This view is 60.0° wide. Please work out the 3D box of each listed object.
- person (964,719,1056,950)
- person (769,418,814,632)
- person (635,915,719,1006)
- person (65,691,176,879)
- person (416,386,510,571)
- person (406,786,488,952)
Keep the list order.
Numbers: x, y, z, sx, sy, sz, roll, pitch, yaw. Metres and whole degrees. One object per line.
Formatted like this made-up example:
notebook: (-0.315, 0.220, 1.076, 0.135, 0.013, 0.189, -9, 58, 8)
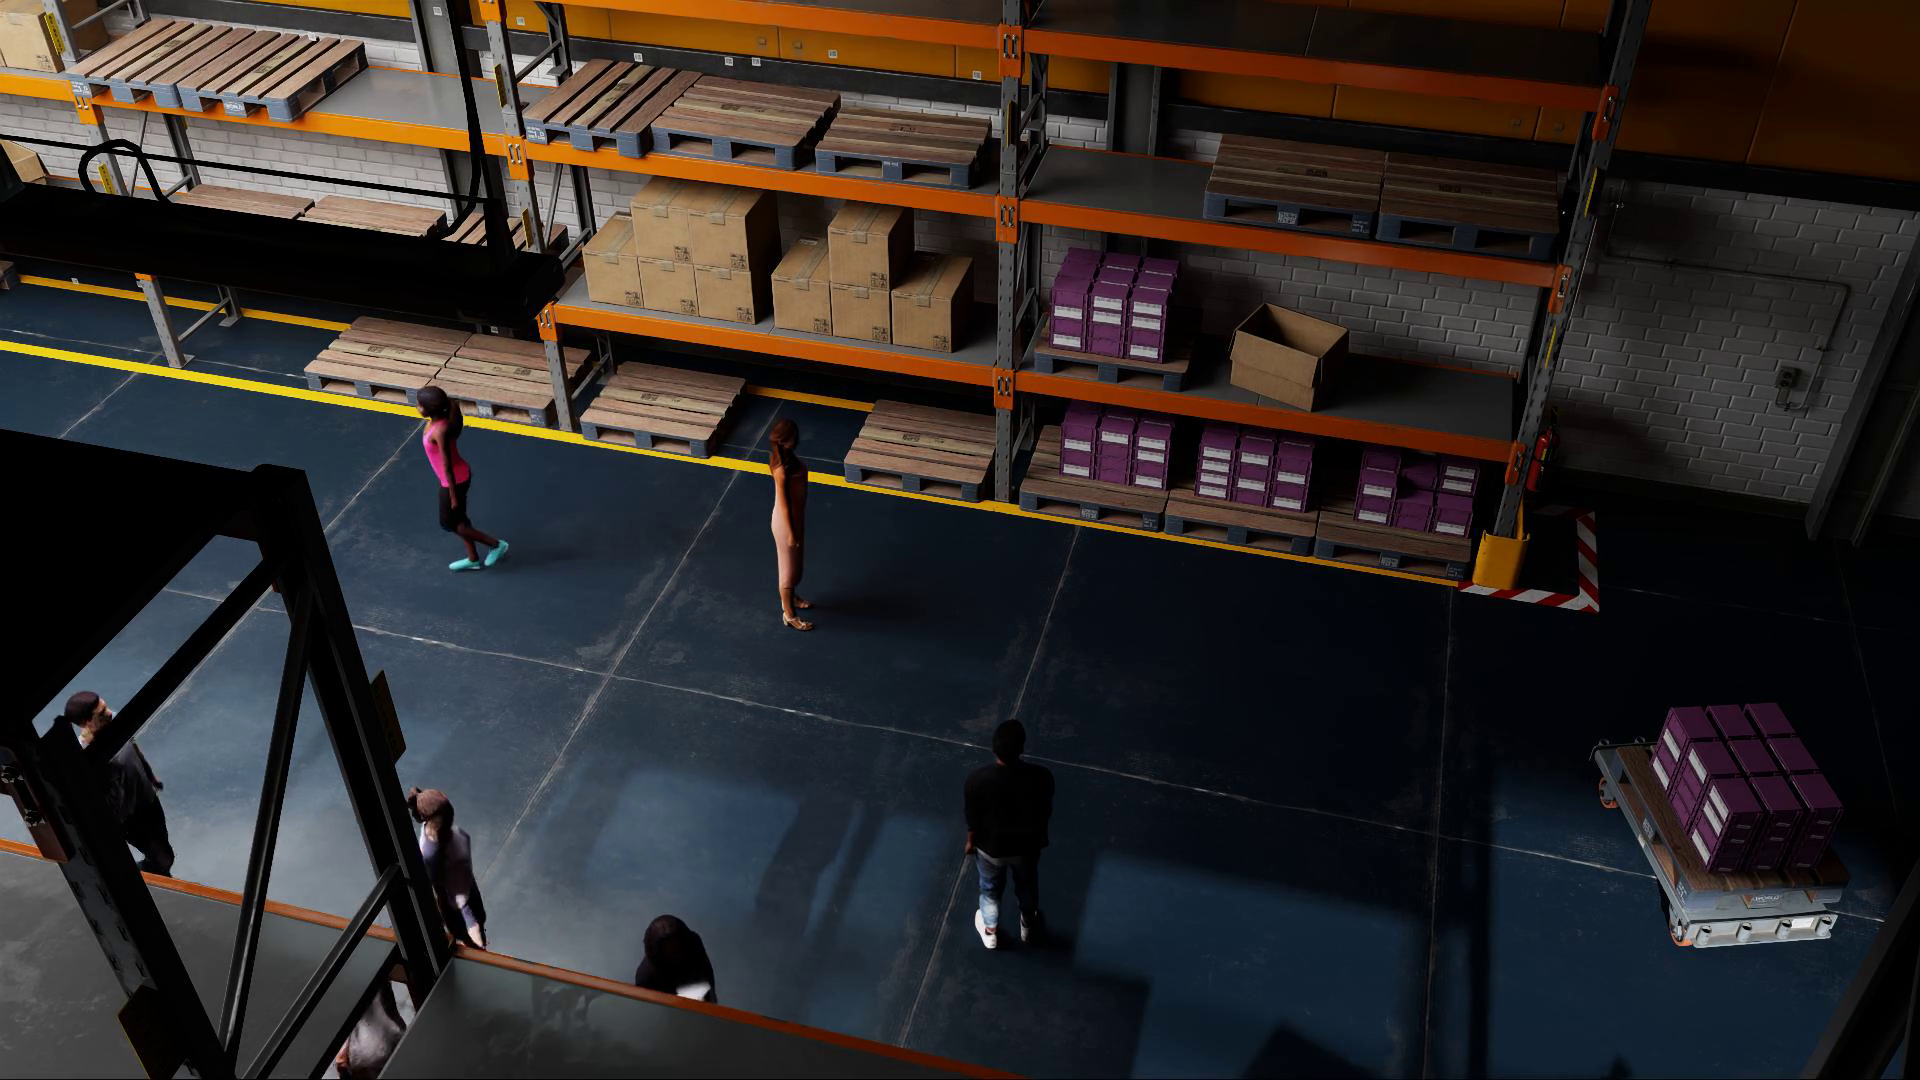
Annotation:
person: (0.289, 1.769, 9.932, 0.679, 1.815, 0.832, -4, 39, -6)
person: (-1.271, -0.128, 12.291, 0.604, 1.834, 0.640, -1, 39, -1)
person: (-1.596, 2.568, 9.099, 0.737, 1.605, 0.742, 21, 43, 25)
person: (-5.134, 1.612, 10.100, 0.849, 1.851, 0.795, -2, 39, -3)
person: (-3.800, -0.458, 12.803, 0.813, 1.711, 0.705, -7, 39, -8)
person: (-3.010, 2.066, 9.615, 0.935, 1.745, 0.803, -9, 40, -11)
